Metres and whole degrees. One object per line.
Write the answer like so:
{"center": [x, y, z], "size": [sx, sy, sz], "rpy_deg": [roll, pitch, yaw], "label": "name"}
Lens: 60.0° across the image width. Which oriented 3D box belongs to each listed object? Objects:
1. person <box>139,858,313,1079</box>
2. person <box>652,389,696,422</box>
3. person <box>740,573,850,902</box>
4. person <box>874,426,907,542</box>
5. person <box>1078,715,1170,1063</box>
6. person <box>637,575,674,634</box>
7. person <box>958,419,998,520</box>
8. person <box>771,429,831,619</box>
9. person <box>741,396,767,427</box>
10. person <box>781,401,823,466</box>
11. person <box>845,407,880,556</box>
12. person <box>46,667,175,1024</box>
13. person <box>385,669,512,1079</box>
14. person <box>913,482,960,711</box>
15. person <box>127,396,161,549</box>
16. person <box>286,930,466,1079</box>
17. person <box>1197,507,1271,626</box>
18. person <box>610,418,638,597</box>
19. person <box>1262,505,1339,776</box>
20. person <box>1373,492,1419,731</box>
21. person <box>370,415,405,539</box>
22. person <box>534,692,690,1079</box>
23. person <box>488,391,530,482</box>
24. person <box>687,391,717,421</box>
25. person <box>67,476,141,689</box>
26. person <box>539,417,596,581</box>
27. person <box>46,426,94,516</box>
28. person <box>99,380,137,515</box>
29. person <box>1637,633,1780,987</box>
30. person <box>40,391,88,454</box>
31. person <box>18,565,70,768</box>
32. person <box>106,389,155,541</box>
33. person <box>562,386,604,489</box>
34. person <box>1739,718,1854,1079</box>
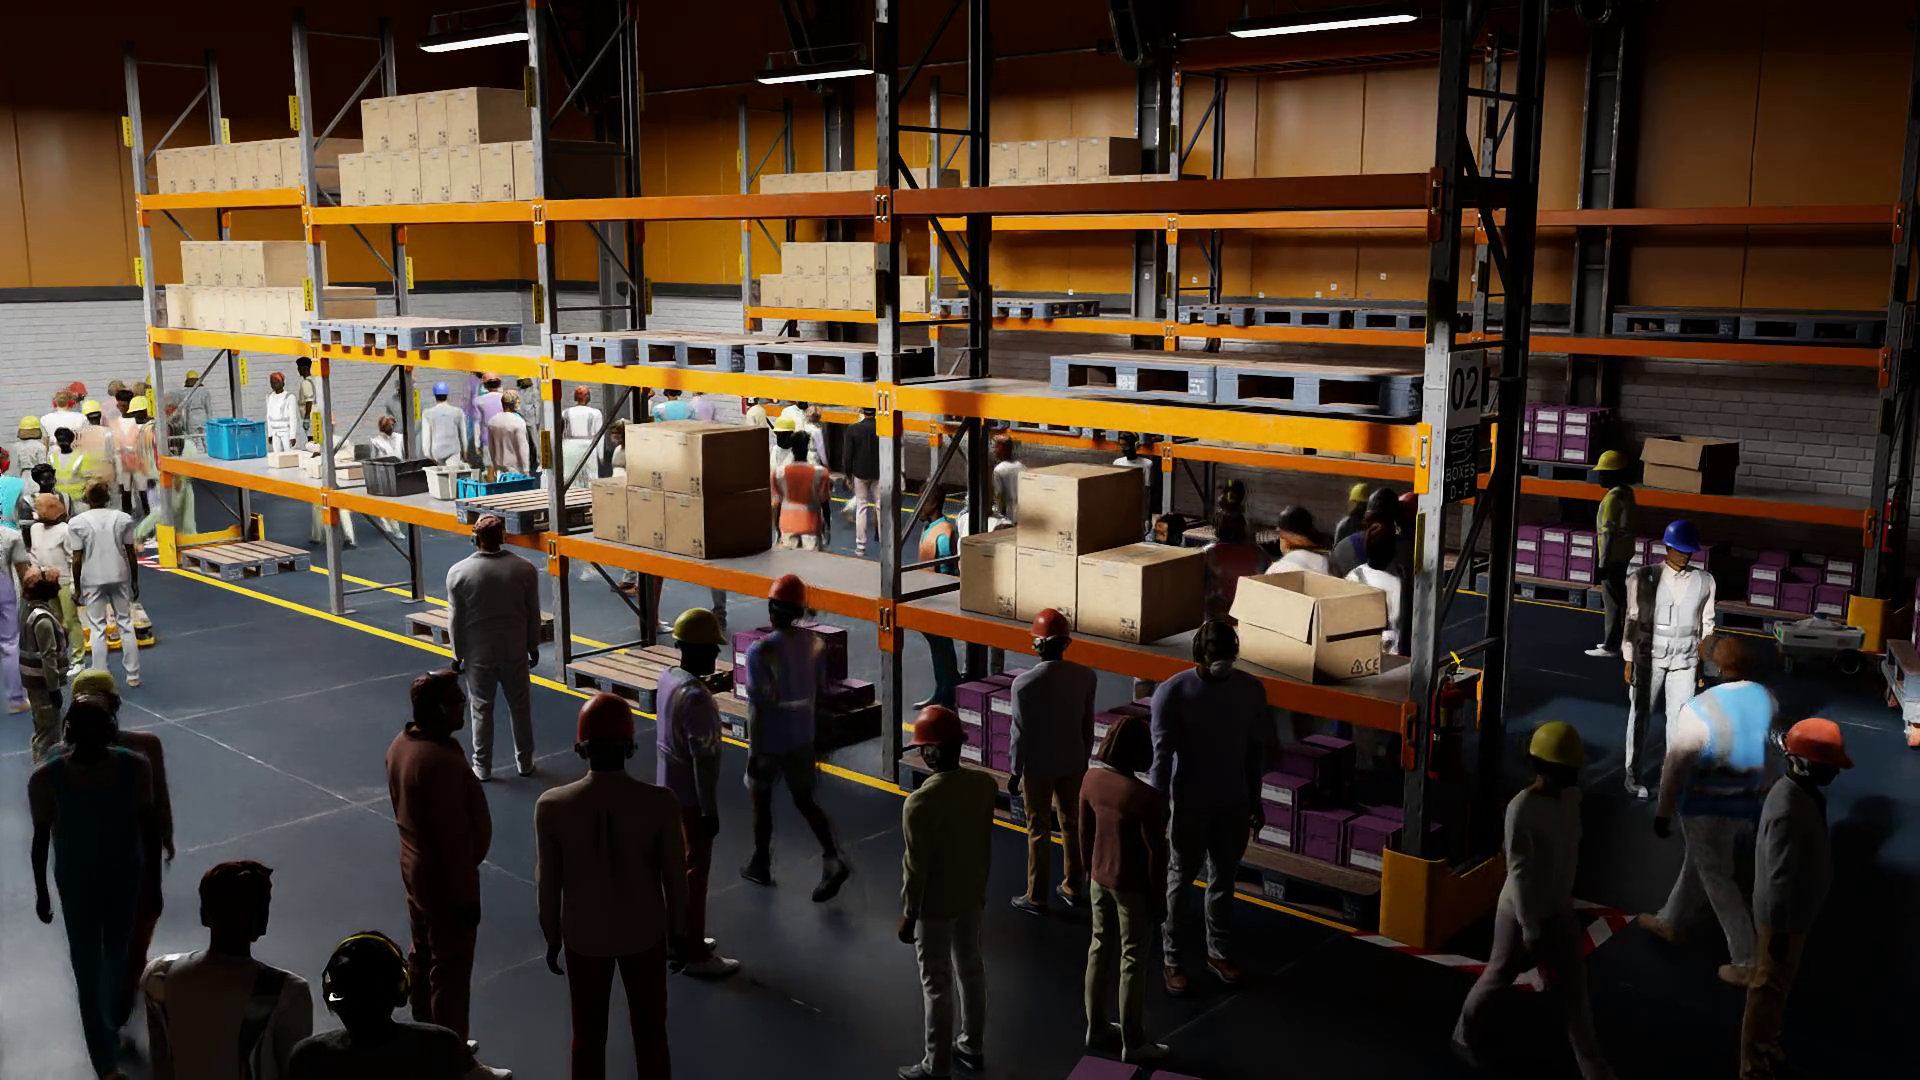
{"center": [-2.279, 1.922, 5.298], "size": [0.584, 1.879, 0.374], "rpy_deg": [2, 10, 10], "label": "person"}
{"center": [-3.865, -1.199, 22.463], "size": [0.616, 2.041, 0.379], "rpy_deg": [-5, 11, -28], "label": "person"}
{"center": [-0.960, 1.148, 9.631], "size": [0.558, 1.898, 0.883], "rpy_deg": [-8, 13, -40], "label": "person"}
{"center": [-0.920, -0.917, 21.233], "size": [0.550, 1.923, 0.390], "rpy_deg": [-8, 13, -37], "label": "person"}
{"center": [0.766, 1.610, 7.739], "size": [0.273, 1.632, 0.507], "rpy_deg": [-9, 13, -40], "label": "person"}
{"center": [-3.013, -0.025, 16.218], "size": [0.402, 1.909, 0.599], "rpy_deg": [-6, 12, -30], "label": "person"}
{"center": [0.281, -0.890, 21.608], "size": [0.526, 1.726, 0.492], "rpy_deg": [8, 13, 38], "label": "person"}
{"center": [-1.599, -0.140, 16.761], "size": [0.605, 1.949, 0.481], "rpy_deg": [0, 10, -1], "label": "person"}
{"center": [-3.010, -1.374, 24.310], "size": [0.360, 1.741, 0.569], "rpy_deg": [3, 10, 14], "label": "person"}
{"center": [-2.142, -1.166, 22.637], "size": [0.589, 1.918, 0.398], "rpy_deg": [-3, 10, -17], "label": "person"}
{"center": [-1.093, -0.799, 20.336], "size": [0.623, 1.992, 0.397], "rpy_deg": [-1, 10, -5], "label": "person"}
{"center": [-4.143, 1.486, 8.127], "size": [0.536, 1.740, 0.708], "rpy_deg": [-3, 10, -17], "label": "person"}
{"center": [-2.308, 1.516, 7.496], "size": [0.406, 1.911, 0.639], "rpy_deg": [-8, 13, -37], "label": "person"}
{"center": [-0.165, 0.481, 13.319], "size": [0.386, 1.918, 0.590], "rpy_deg": [-2, 10, -10], "label": "person"}
{"center": [-10.175, -0.853, 20.883], "size": [0.399, 1.911, 0.595], "rpy_deg": [-5, 11, -28], "label": "person"}
{"center": [-1.657, 2.014, 4.787], "size": [0.531, 1.870, 0.317], "rpy_deg": [-2, 10, -13], "label": "person"}
{"center": [2.047, 0.661, 12.633], "size": [0.634, 1.820, 0.756], "rpy_deg": [-2, 10, -14], "label": "person"}
{"center": [-3.570, -0.354, 17.989], "size": [0.375, 1.936, 0.628], "rpy_deg": [-7, 12, -34], "label": "person"}
{"center": [2.263, 0.744, 11.484], "size": [0.727, 2.000, 0.566], "rpy_deg": [-8, 13, -36], "label": "person"}
{"center": [3.297, 0.620, 12.356], "size": [0.615, 1.984, 0.408], "rpy_deg": [-5, 11, -28], "label": "person"}
{"center": [-7.431, -0.840, 21.643], "size": [0.703, 1.614, 0.521], "rpy_deg": [9, 13, 42], "label": "person"}
{"center": [-1.405, 1.597, 6.787], "size": [0.612, 1.997, 0.375], "rpy_deg": [-1, 10, -6], "label": "person"}
{"center": [-5.736, -0.926, 21.219], "size": [0.635, 1.935, 0.349], "rpy_deg": [6, 12, 32], "label": "person"}
{"center": [-3.742, -1.365, 23.757], "size": [0.448, 1.914, 0.611], "rpy_deg": [9, 14, 42], "label": "person"}
{"center": [-7.242, 0.380, 14.098], "size": [0.515, 1.843, 0.326], "rpy_deg": [-8, 13, -39], "label": "person"}
{"center": [-4.477, -0.485, 18.912], "size": [0.909, 1.888, 0.592], "rpy_deg": [5, 11, 26], "label": "person"}
{"center": [-10.556, -0.544, 19.842], "size": [0.538, 1.661, 0.751], "rpy_deg": [-1, 10, -3], "label": "person"}
{"center": [-11.946, -1.323, 23.610], "size": [1.020, 1.882, 0.634], "rpy_deg": [8, 13, 38], "label": "person"}
{"center": [3.931, 1.370, 8.668], "size": [0.640, 1.795, 0.947], "rpy_deg": [-5, 11, -26], "label": "person"}
{"center": [-11.964, -1.066, 22.298], "size": [0.576, 1.837, 0.389], "rpy_deg": [-3, 11, -17], "label": "person"}
{"center": [-6.198, 0.984, 11.285], "size": [0.314, 1.632, 0.516], "rpy_deg": [-7, 12, -36], "label": "person"}
{"center": [-10.614, -0.957, 21.317], "size": [0.613, 1.962, 0.362], "rpy_deg": [-1, 10, -5], "label": "person"}
{"center": [-5.141, -1.165, 22.730], "size": [0.574, 1.881, 0.357], "rpy_deg": [1, 10, 8], "label": "person"}
{"center": [3.688, 1.625, 7.341], "size": [0.346, 1.743, 0.559], "rpy_deg": [7, 12, 33], "label": "person"}
